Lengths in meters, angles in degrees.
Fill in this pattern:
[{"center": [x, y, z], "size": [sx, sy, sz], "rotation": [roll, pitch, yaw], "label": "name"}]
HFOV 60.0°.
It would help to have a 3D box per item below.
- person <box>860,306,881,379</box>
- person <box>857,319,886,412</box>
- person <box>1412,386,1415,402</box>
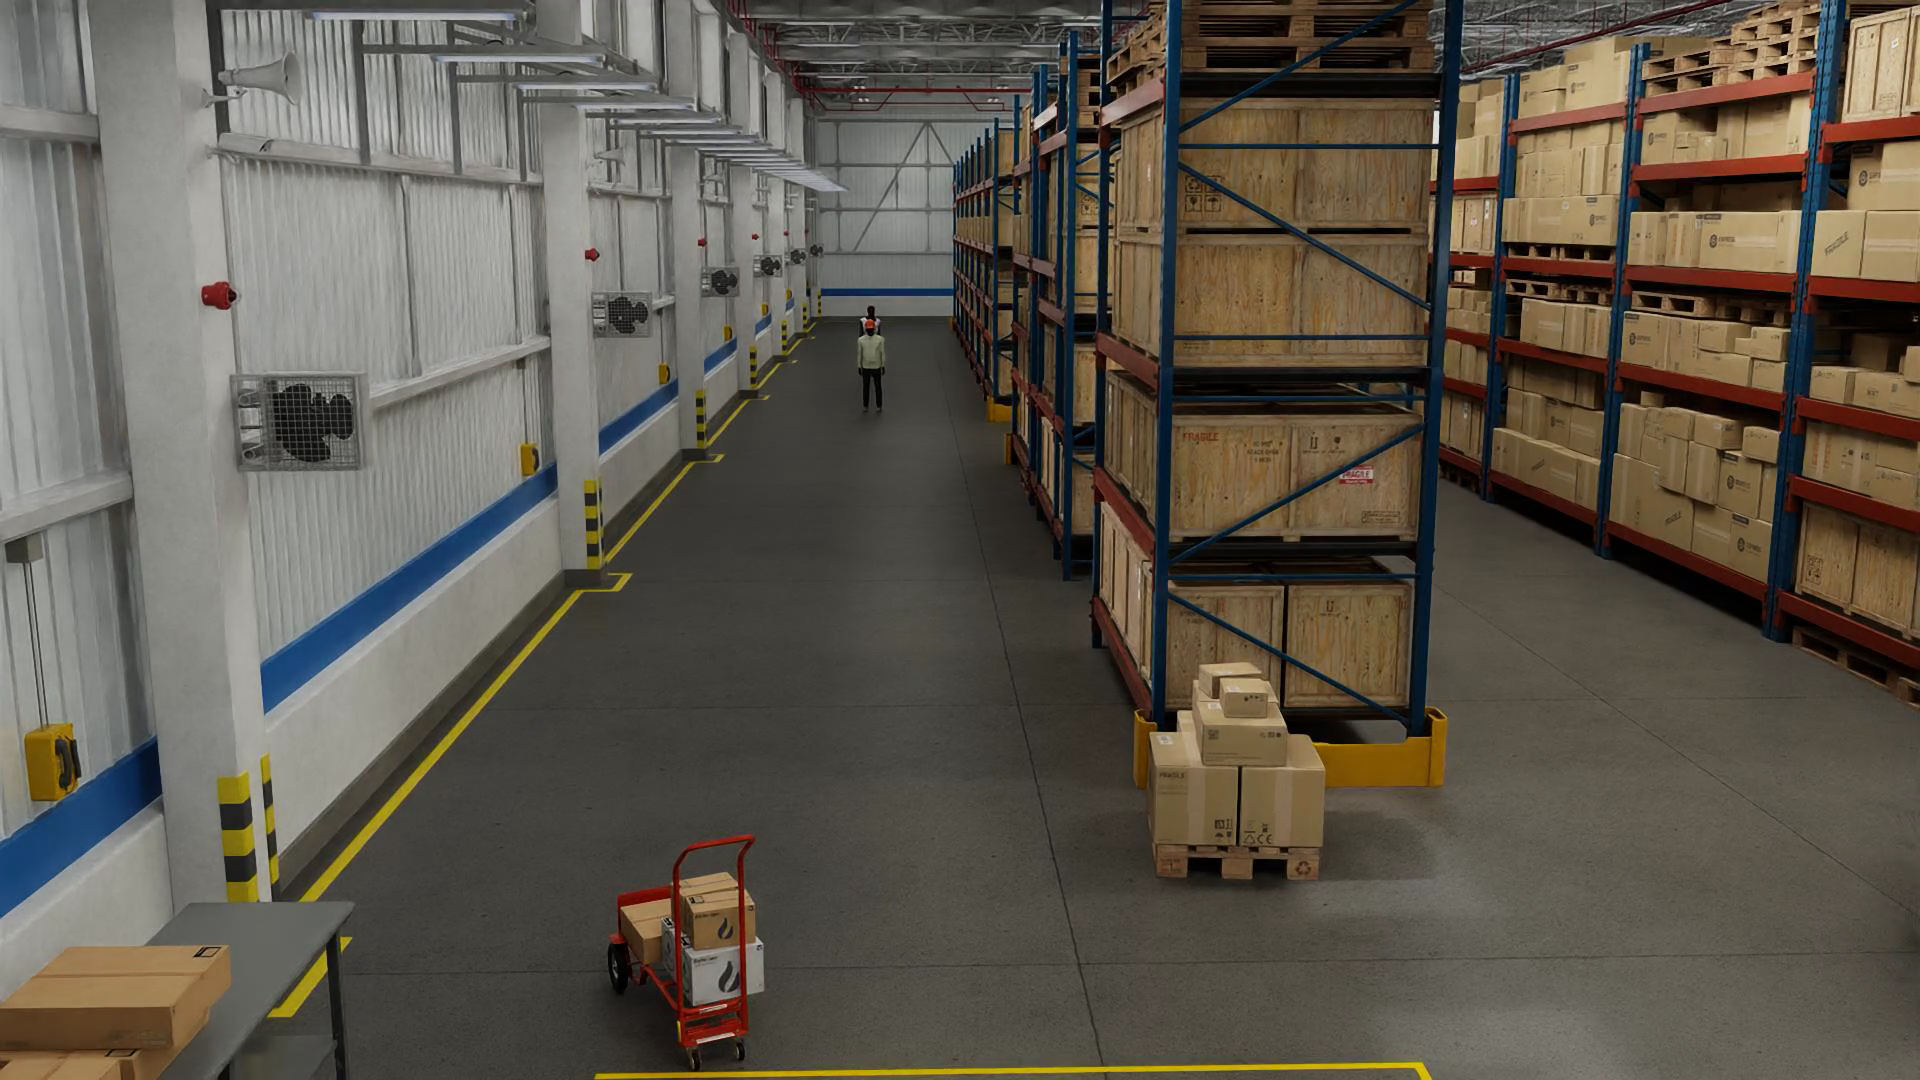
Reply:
[{"center": [-2.305, -5.064, 42.740], "size": [0.593, 1.910, 0.390], "rotation": [-6, 12, -29], "label": "person"}, {"center": [-1.895, -3.717, 35.530], "size": [0.617, 1.989, 0.402], "rotation": [0, 11, 2], "label": "person"}, {"center": [8.593, -2.770, 30.998], "size": [0.453, 1.828, 0.605], "rotation": [8, 14, 37], "label": "person"}]
